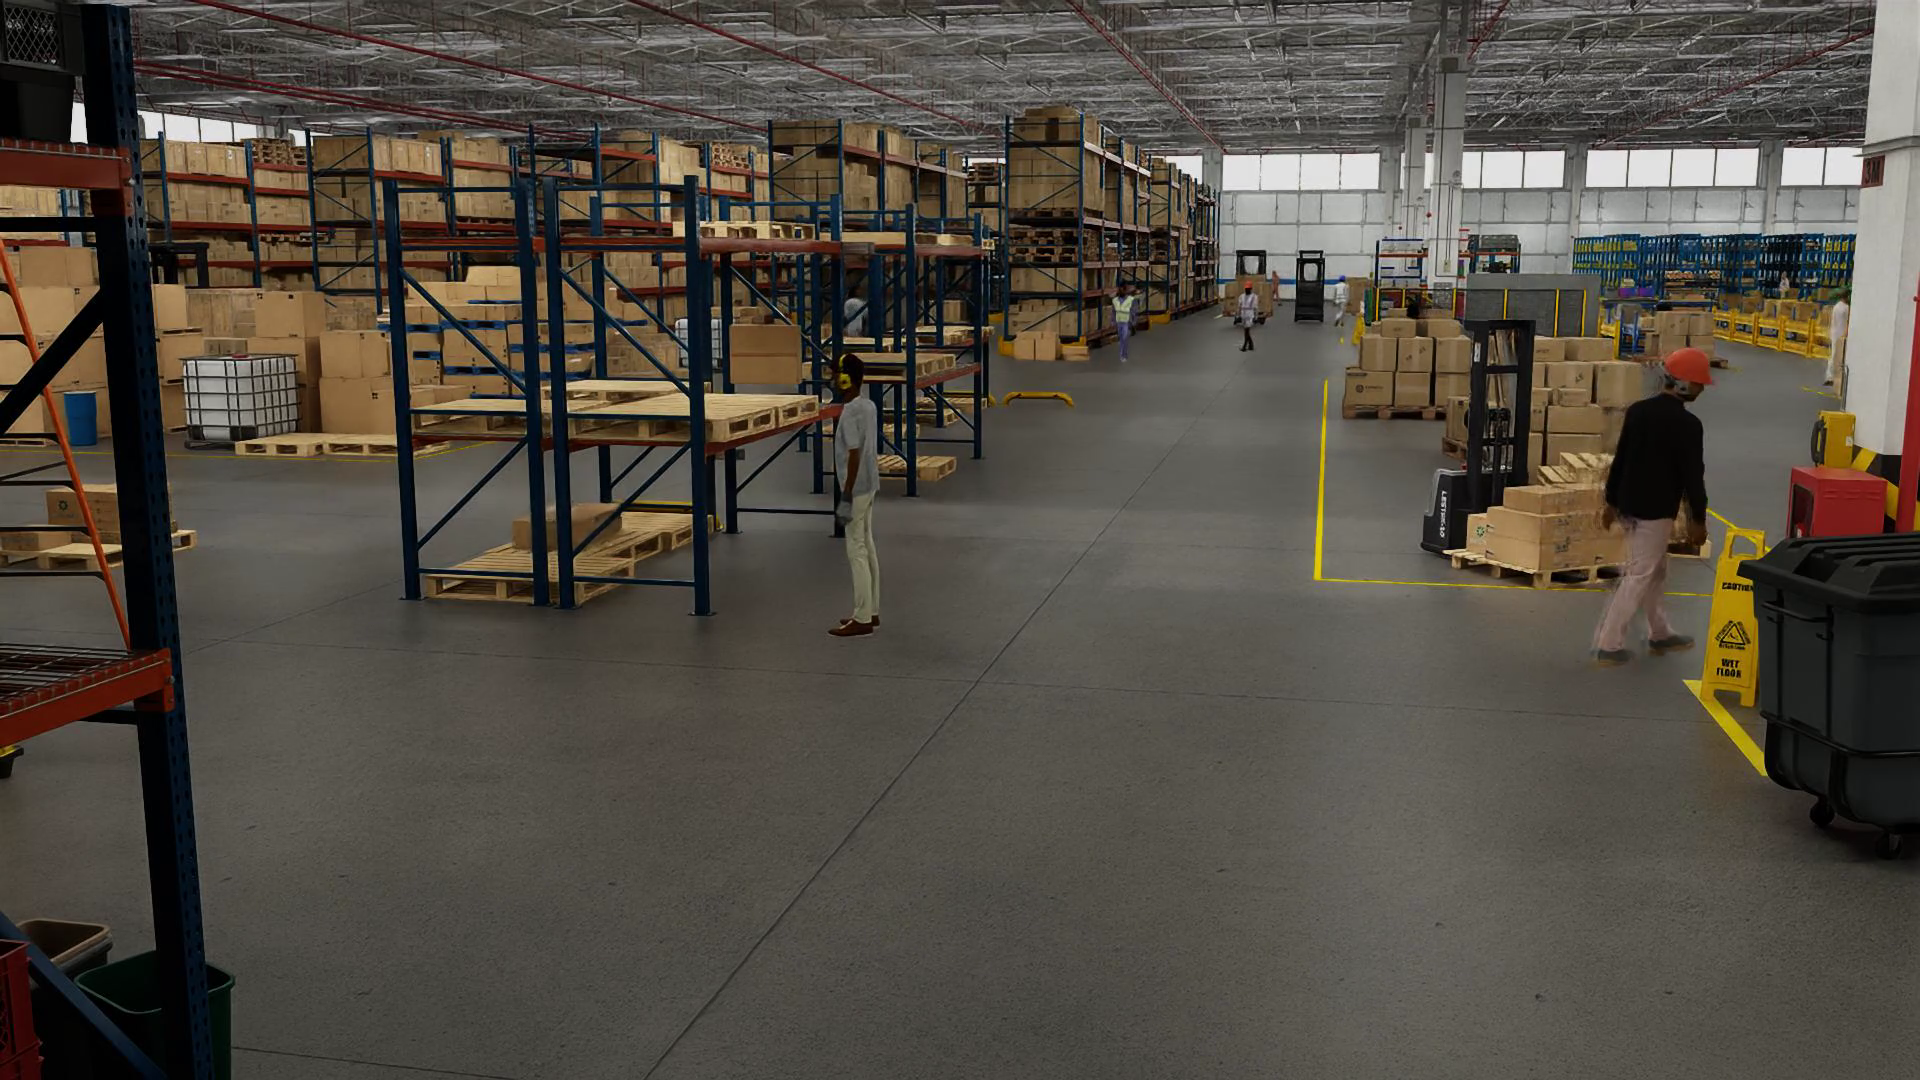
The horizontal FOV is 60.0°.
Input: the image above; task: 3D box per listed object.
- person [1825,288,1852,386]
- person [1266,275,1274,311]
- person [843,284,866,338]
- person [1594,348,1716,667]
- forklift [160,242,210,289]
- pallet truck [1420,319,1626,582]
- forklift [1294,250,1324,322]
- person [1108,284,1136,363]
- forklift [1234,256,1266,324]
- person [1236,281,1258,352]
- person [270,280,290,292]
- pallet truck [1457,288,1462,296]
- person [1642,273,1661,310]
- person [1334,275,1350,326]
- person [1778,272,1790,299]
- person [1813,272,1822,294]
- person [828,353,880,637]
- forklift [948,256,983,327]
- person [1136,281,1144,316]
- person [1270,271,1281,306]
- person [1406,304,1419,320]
[{"bbox_3d":[17.261,-3.960,32.482,0.583,1.918,0.656,6,11,30],"label":"person"},{"bbox_3d":[13.955,-11.296,76.375,1.001,1.767,0.601,4,10,21],"label":"person"},{"bbox_3d":[-2.474,-4.783,37.371,1.006,1.908,0.636,6,11,33],"label":"person"},{"bbox_3d":[4.288,-0.182,10.035,0.893,1.944,0.639,-2,10,-13],"label":"person"},{"bbox_3d":[-16.063,-4.810,34.690,1.129,2.768,1.873,2,10,12],"label":"forklift"},{"bbox_3d":[4.543,-0.757,13.299,0.823,1.965,1.885,-4,10,-22],"label":"pallet truck"},{"bbox_3d":[13.778,-10.002,65.433,1.129,2.768,1.873,2,10,12],"label":"forklift"},{"bbox_3d":[3.832,-5.171,39.752,0.629,1.880,0.899,6,11,31],"label":"person"},{"bbox_3d":[11.039,-9.601,63.059,1.129,2.768,1.873,2,10,12],"label":"forklift"},{"bbox_3d":[7.791,-6.040,44.881,0.544,1.906,0.905,7,12,38],"label":"person"},{"bbox_3d":[-19.544,-6.548,47.908,0.670,1.887,0.418,-2,10,-10],"label":"person"},{"bbox_3d":[20.506,-9.785,68.819,0.653,1.274,1.630,2,10,12],"label":"pallet truck"},{"bbox_3d":[33.575,-12.002,80.468,0.949,1.793,0.596,-1,10,-5],"label":"person"},{"bbox_3d":[14.030,-8.813,61.273,0.608,1.922,0.821,8,13,40],"label":"person"},{"bbox_3d":[35.880,-10.711,72.509,0.405,1.911,0.636,2,10,13],"label":"person"},{"bbox_3d":[45.588,-13.343,88.337,0.472,1.818,0.617,1,10,4],"label":"person"},{"bbox_3d":[-0.699,-0.291,10.938,0.327,1.865,0.517,2,10,13],"label":"person"},{"bbox_3d":[0.131,-6.825,46.623,1.129,2.768,1.873,2,10,12],"label":"forklift"},{"bbox_3d":[6.413,-8.420,59.594,0.360,1.685,0.538,-2,10,-13],"label":"person"},{"bbox_3d":[16.827,-13.435,88.808,0.647,1.863,0.984,-6,11,-33],"label":"person"},{"bbox_3d":[8.376,-3.503,30.524,0.805,1.670,0.525,2,10,12],"label":"person"}]
